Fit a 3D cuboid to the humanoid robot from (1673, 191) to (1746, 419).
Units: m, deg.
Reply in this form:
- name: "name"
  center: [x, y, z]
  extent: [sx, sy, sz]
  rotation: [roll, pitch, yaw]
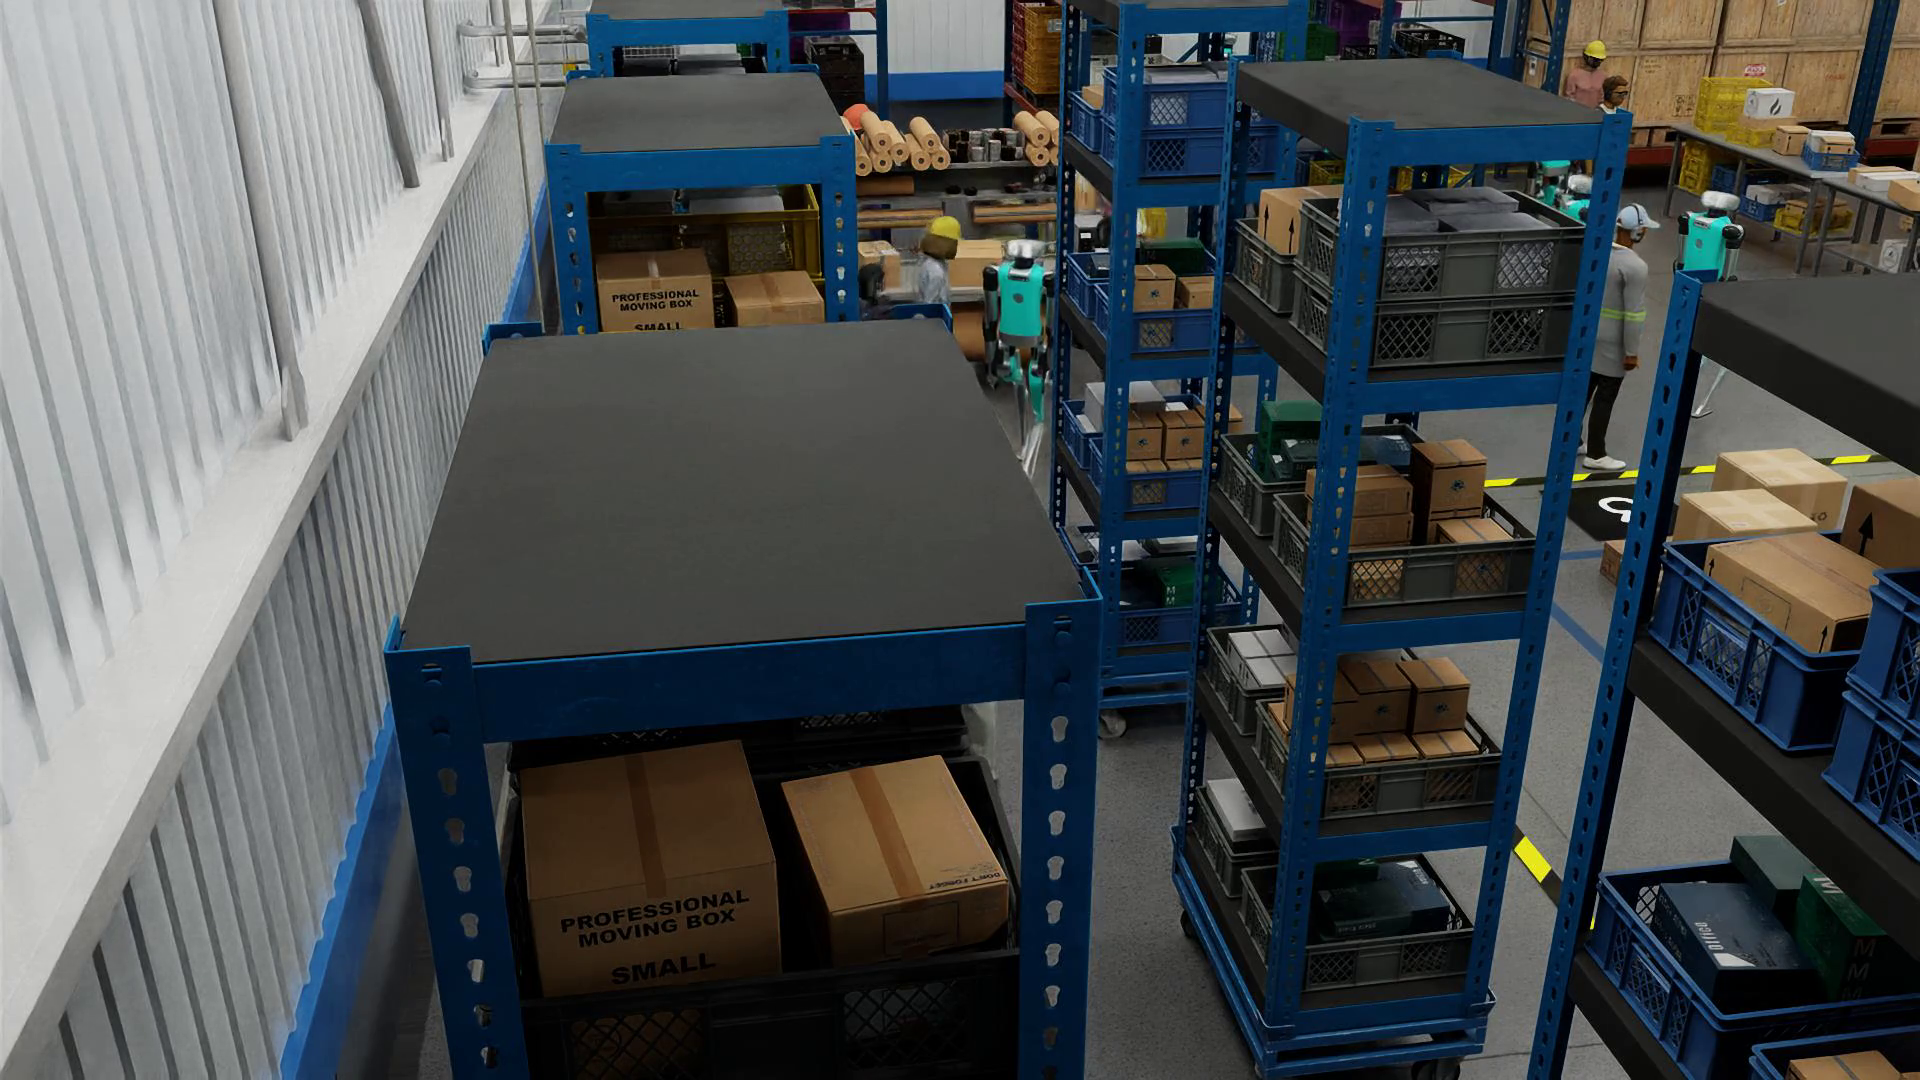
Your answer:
- name: "humanoid robot"
  center: [5.554, -1.736, 12.158]
  extent: [0.735, 1.675, 0.533]
  rotation: [-11, 27, -23]

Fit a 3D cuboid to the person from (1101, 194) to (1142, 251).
- name: "person"
  center: [1.246, -2.572, 13.945]
  extent: [0.563, 1.890, 0.614]
  rotation: [2, 25, 5]

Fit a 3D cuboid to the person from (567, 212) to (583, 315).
- name: "person"
  center: [-2.748, -1.874, 12.476]
  extent: [0.511, 1.858, 0.333]
  rotation: [-20, 31, -36]

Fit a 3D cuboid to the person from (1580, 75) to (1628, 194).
- name: "person"
  center: [6.250, -3.617, 16.292]
  extent: [0.336, 1.838, 0.505]
  rotation: [22, 32, 39]

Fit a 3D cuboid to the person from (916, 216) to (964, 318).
- name: "person"
  center: [-0.113, -1.405, 11.645]
  extent: [0.847, 1.684, 0.546]
  rotation: [-4, 25, -8]

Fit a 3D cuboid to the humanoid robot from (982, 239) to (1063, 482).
- name: "humanoid robot"
  center: [0.467, -1.224, 11.245]
  extent: [0.544, 1.756, 1.030]
  rotation: [7, 26, 15]

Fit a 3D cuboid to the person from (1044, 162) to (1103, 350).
- name: "person"
  center: [0.949, -2.522, 13.808]
  extent: [0.541, 1.916, 0.464]
  rotation: [-19, 31, -35]

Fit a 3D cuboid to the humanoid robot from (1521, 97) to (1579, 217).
- name: "humanoid robot"
  center: [5.443, -3.294, 15.839]
  extent: [0.550, 1.895, 0.767]
  rotation: [-10, 26, -20]

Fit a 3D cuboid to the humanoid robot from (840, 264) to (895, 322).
- name: "humanoid robot"
  center: [-0.549, -0.958, 10.696]
  extent: [0.610, 1.648, 0.480]
  rotation: [14, 28, 28]

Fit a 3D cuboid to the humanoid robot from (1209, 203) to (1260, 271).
- name: "humanoid robot"
  center: [2.308, -2.491, 14.040]
  extent: [0.609, 1.638, 0.399]
  rotation: [19, 31, 35]

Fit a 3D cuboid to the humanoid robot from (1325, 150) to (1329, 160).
- name: "humanoid robot"
  center: [4.384, -4.496, 18.328]
  extent: [1.016, 1.719, 0.535]
  rotation: [8, 26, 17]

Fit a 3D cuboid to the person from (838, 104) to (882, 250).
- name: "person"
  center: [-0.825, -2.562, 13.748]
  extent: [0.371, 2.044, 0.605]
  rotation: [-19, 31, -35]

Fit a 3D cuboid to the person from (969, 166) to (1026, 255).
- name: "person"
  center: [0.286, -2.390, 13.656]
  extent: [0.531, 1.810, 0.670]
  rotation: [15, 29, 29]

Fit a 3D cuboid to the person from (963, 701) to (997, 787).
- name: "person"
  center: [0.042, 0.327, 7.722]
  extent: [0.413, 1.830, 0.569]
  rotation: [-7, 26, -15]

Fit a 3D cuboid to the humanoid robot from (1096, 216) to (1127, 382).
- name: "humanoid robot"
  center: [1.182, -1.480, 11.871]
  extent: [0.512, 1.639, 0.610]
  rotation: [8, 26, 17]

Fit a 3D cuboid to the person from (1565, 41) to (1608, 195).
- name: "person"
  center: [7.059, -4.754, 18.851]
  extent: [0.522, 1.761, 0.337]
  rotation: [-6, 25, -12]

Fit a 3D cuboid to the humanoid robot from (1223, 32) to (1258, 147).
- name: "humanoid robot"
  center: [3.271, -5.011, 19.273]
  extent: [0.735, 1.677, 0.533]
  rotation: [2, 25, 5]

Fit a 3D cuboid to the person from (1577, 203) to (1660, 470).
- name: "person"
  center: [4.493, -1.397, 11.441]
  extent: [0.393, 1.850, 0.598]
  rotation: [-7, 26, -14]

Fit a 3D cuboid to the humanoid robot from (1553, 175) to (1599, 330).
- name: "humanoid robot"
  center: [4.814, -1.919, 12.684]
  extent: [0.995, 1.730, 0.534]
  rotation: [-3, 25, -7]
